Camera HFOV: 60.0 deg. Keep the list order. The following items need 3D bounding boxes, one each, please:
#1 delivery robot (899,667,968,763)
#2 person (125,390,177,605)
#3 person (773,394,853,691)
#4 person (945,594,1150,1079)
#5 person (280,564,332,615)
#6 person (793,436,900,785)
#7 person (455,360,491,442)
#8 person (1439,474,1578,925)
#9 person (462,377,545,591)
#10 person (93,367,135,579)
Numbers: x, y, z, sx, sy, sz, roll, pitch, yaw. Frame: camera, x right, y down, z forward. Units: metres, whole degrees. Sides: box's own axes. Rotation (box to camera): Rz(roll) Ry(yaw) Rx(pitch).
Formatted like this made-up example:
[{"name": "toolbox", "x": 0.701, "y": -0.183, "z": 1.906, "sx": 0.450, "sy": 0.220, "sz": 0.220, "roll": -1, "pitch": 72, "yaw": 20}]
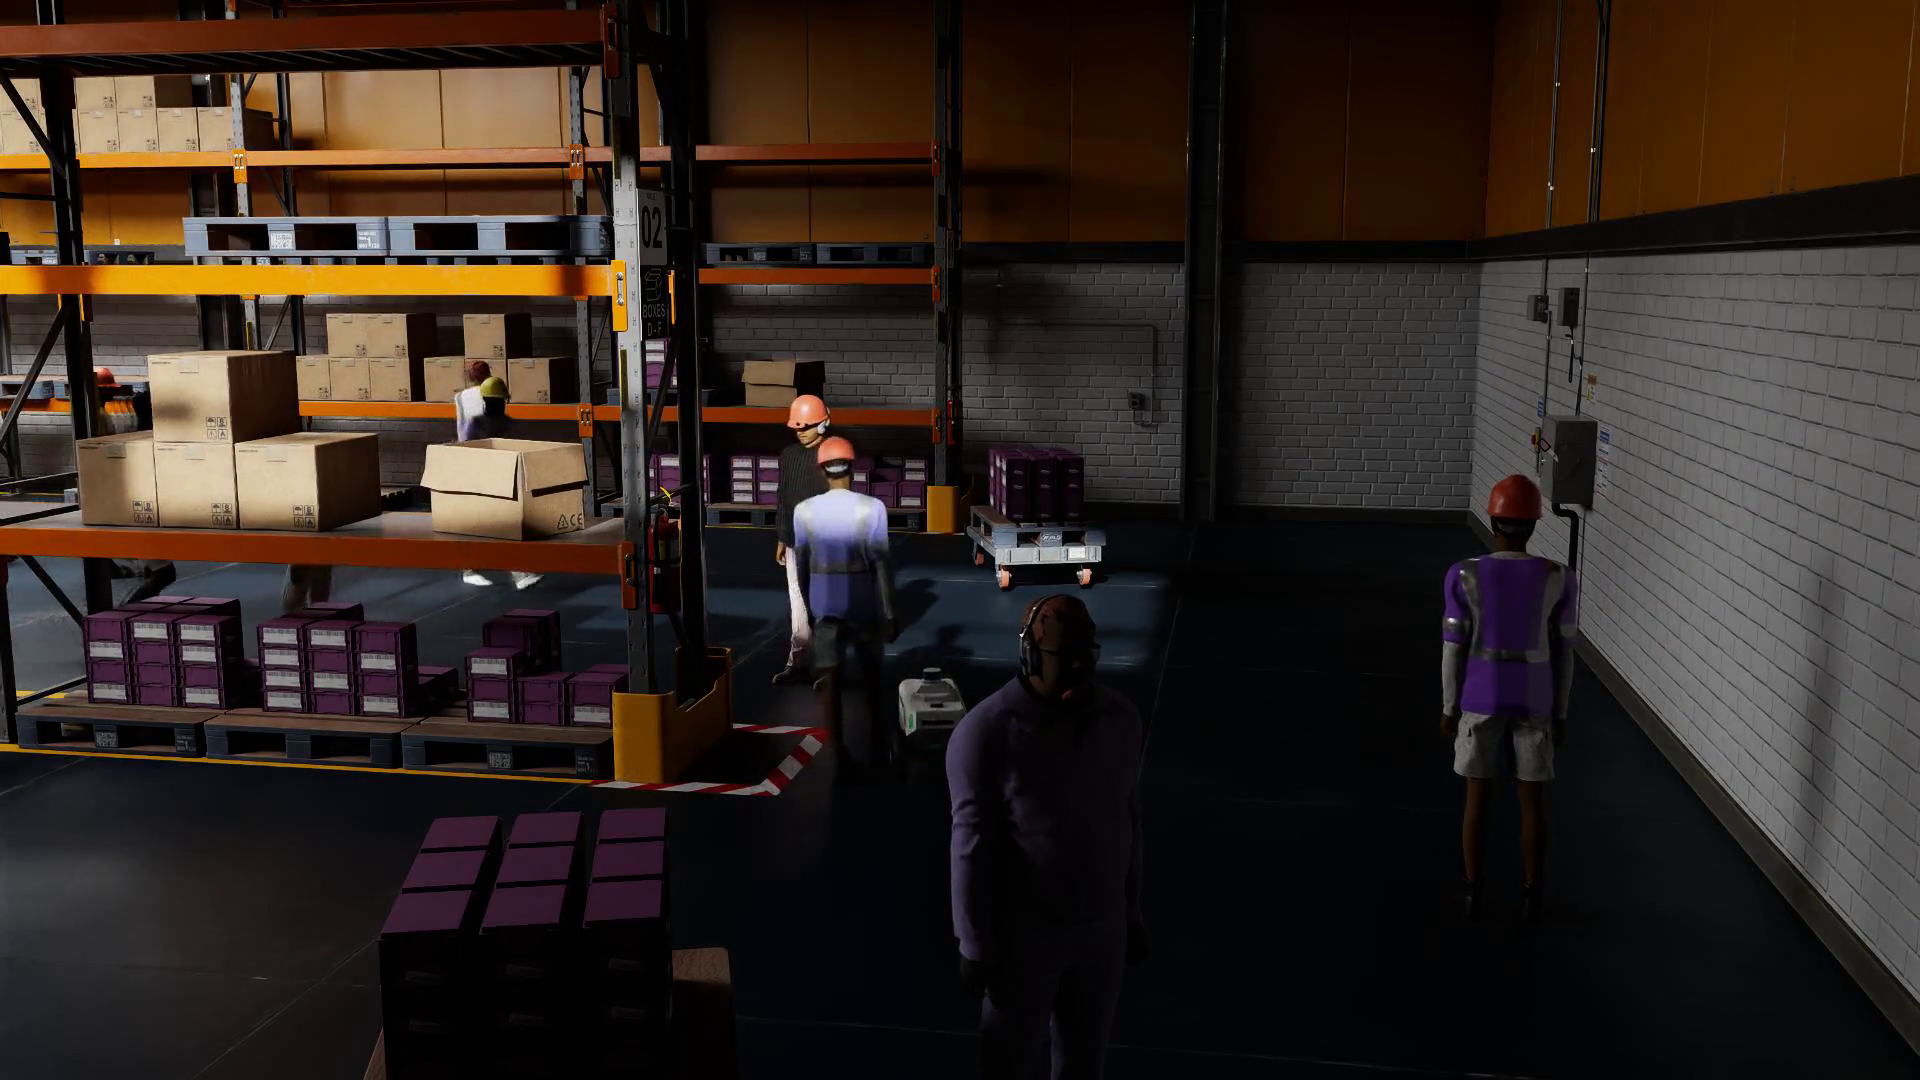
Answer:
[{"name": "delivery robot", "x": -0.157, "y": 0.963, "z": 9.395, "sx": 0.477, "sy": 0.478, "sz": 0.707, "roll": -2, "pitch": 9, "yaw": -6}, {"name": "person", "x": -5.954, "y": -0.123, "z": 12.145, "sx": 0.492, "sy": 1.942, "sz": 0.630, "roll": -4, "pitch": 10, "yaw": -22}, {"name": "person", "x": -0.997, "y": 0.014, "z": 11.165, "sx": 0.608, "sy": 1.988, "sz": 0.387, "roll": 6, "pitch": 11, "yaw": 31}, {"name": "person", "x": 0.278, "y": 1.092, "z": 4.725, "sx": 0.651, "sy": 1.907, "sz": 0.409, "roll": -6, "pitch": 11, "yaw": -32}, {"name": "person", "x": -4.449, "y": 0.154, "z": 11.430, "sx": 0.409, "sy": 1.629, "sz": 0.520, "roll": 2, "pitch": 9, "yaw": 13}, {"name": "person", "x": -0.604, "y": 0.365, "z": 9.318, "sx": 0.624, "sy": 1.875, "sz": 0.890, "roll": 2, "pitch": 9, "yaw": 10}, {"name": "person", "x": -4.973, "y": -0.960, "z": 17.544, "sx": 0.614, "sy": 1.871, "sz": 0.649, "roll": 3, "pitch": 10, "yaw": 17}, {"name": "person", "x": 2.338, "y": 0.686, "z": 7.146, "sx": 0.547, "sy": 1.939, "sz": 0.376, "roll": 2, "pitch": 9, "yaw": 13}, {"name": "person", "x": -4.042, "y": -0.486, "z": 14.611, "sx": 0.991, "sy": 1.874, "sz": 0.595, "roll": 3, "pitch": 10, "yaw": 18}, {"name": "person", "x": -7.807, "y": -0.613, "z": 15.206, "sx": 0.361, "sy": 1.935, "sz": 0.553, "roll": -6, "pitch": 11, "yaw": -31}]
